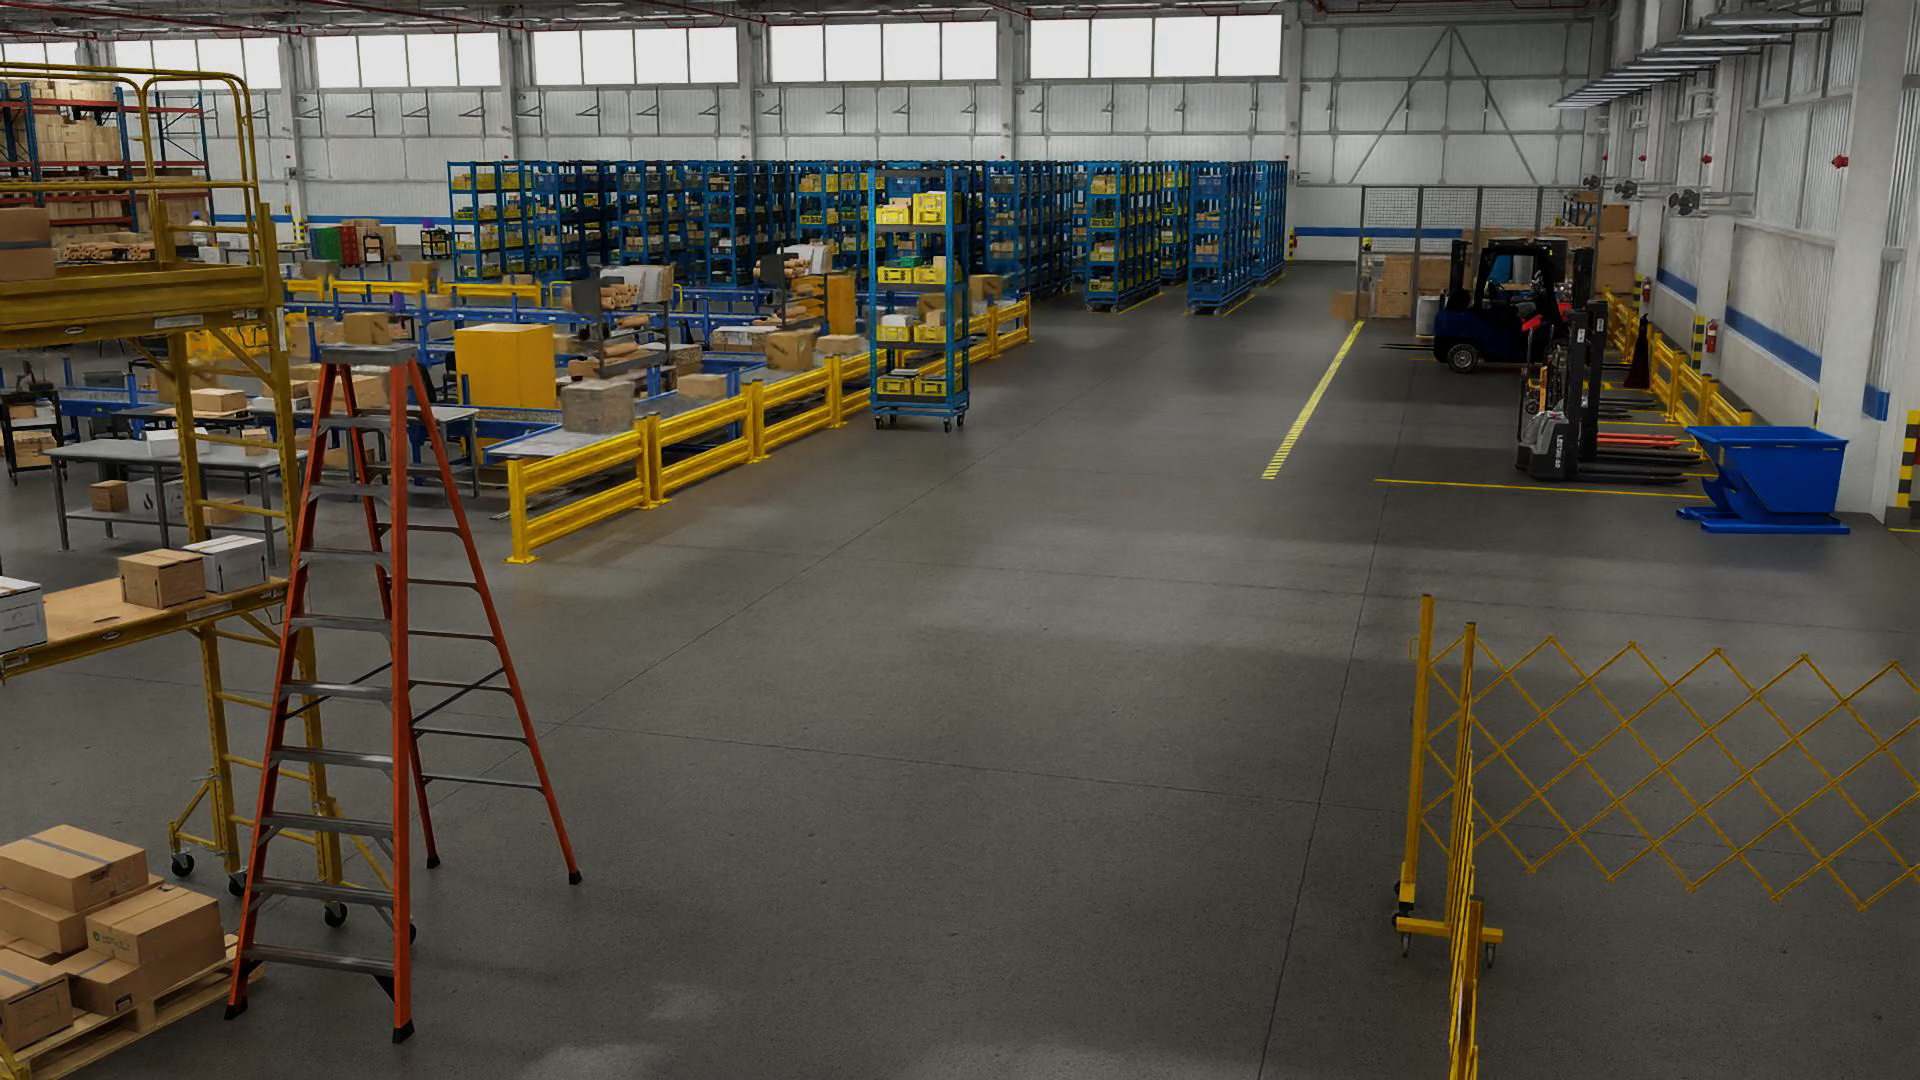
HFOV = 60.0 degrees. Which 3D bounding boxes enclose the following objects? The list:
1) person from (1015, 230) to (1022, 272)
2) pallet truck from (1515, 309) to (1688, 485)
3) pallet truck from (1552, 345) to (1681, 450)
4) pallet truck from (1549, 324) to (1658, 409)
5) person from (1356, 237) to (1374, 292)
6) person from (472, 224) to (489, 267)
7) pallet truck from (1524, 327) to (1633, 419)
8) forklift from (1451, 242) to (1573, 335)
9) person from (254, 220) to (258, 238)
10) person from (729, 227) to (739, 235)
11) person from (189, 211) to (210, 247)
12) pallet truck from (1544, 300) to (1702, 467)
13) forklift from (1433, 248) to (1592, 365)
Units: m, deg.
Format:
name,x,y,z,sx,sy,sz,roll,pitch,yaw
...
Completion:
name,x,y,z,sx,sy,sz,roll,pitch,yaw
person,1.659,-8.083,47.566,0.984,1.800,0.582,4,14,18
pallet truck,7.554,-1.677,19.446,1.885,1.965,0.823,3,13,14
pallet truck,8.641,-1.896,21.908,1.630,1.274,0.653,4,14,16
pallet truck,9.824,-2.669,25.407,1.601,1.201,0.680,4,14,16
person,9.850,-6.454,40.471,0.404,1.824,0.586,11,17,39
person,-14.616,-8.901,50.845,0.643,1.910,0.400,11,17,40
pallet truck,9.065,-2.460,24.370,1.522,1.261,0.704,3,13,14
forklift,10.464,-4.597,31.405,2.680,1.987,1.157,4,14,16
person,-25.823,-11.260,61.441,0.505,1.725,0.566,-12,18,-43
person,-7.181,-9.196,52.031,0.481,1.973,0.650,9,16,33
person,-25.529,-10.071,55.822,0.620,1.936,0.491,-4,14,-17
pallet truck,8.263,-1.952,20.631,1.885,1.965,0.823,5,14,20
forklift,9.780,-4.111,29.280,2.680,1.987,1.157,3,13,14
